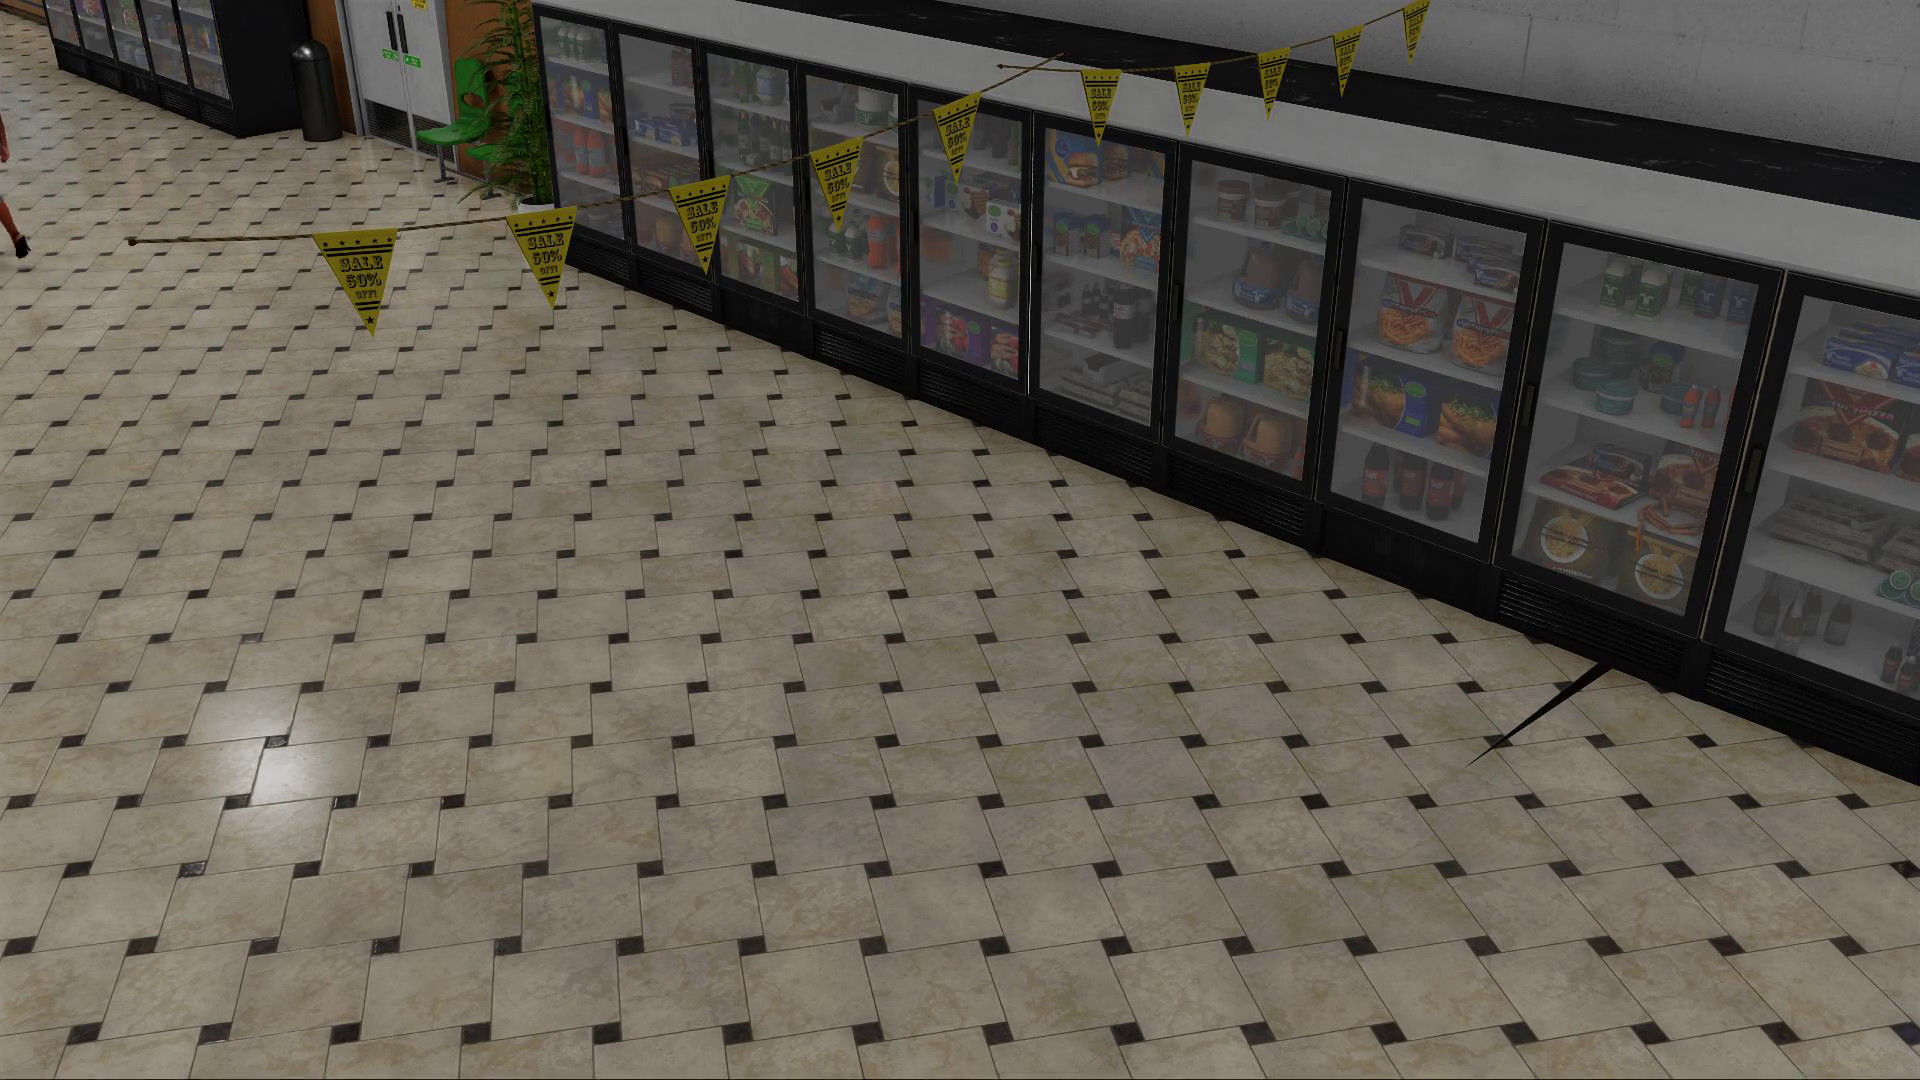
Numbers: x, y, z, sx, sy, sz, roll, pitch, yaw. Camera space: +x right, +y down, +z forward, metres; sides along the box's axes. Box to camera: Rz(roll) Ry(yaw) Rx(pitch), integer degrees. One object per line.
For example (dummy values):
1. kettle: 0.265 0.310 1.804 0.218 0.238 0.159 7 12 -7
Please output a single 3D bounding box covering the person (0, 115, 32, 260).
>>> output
1. person: -7.628 -3.023 12.981 0.694 1.733 1.077 21 34 35
